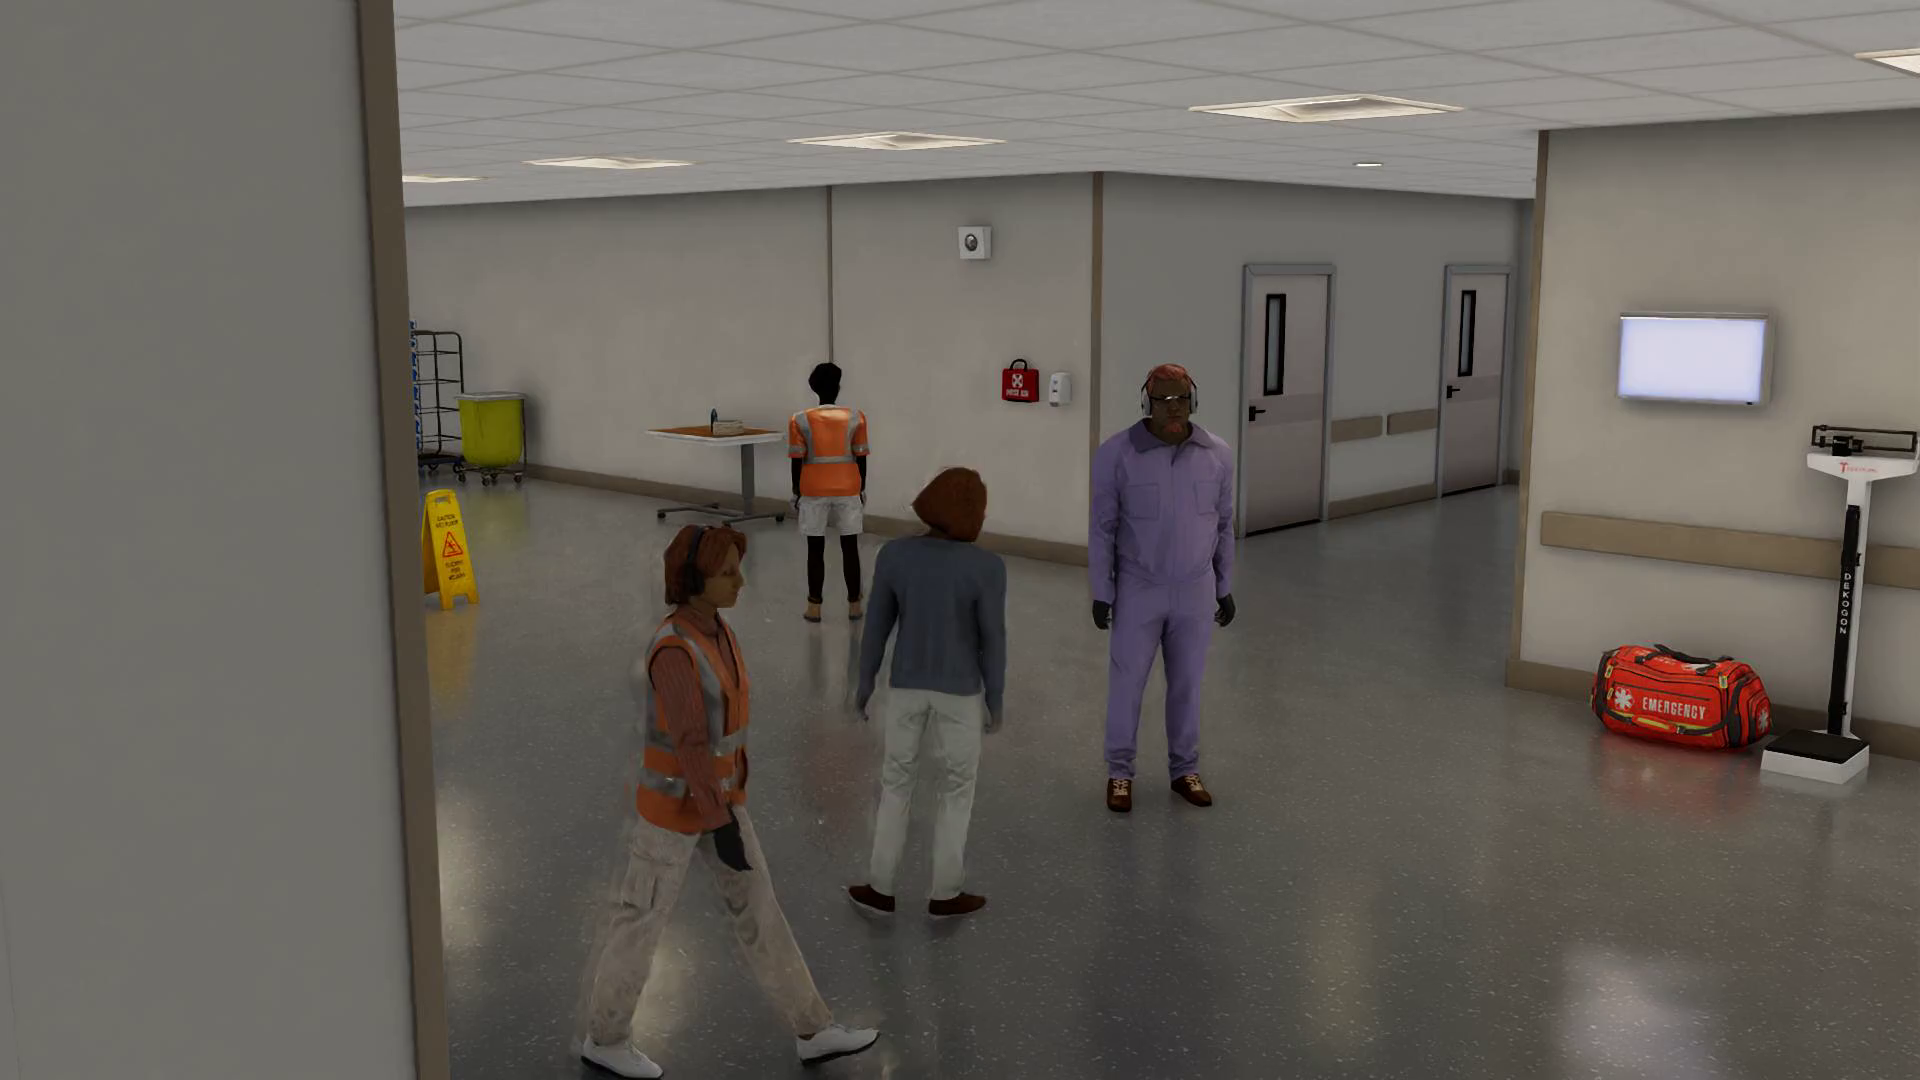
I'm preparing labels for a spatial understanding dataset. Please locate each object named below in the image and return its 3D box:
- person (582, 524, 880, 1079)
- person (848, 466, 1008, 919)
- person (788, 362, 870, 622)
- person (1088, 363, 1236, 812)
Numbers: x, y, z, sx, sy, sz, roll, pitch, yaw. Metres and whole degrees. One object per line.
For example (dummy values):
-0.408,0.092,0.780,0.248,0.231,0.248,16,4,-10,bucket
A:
-0.686,0.755,4.652,0.875,1.595,0.529,2,9,12,person
-0.140,0.544,5.915,0.646,1.601,0.357,3,10,17,person
-0.850,-0.306,10.834,0.531,1.697,0.322,-1,9,-9,person
0.871,0.205,7.067,0.652,1.906,0.402,-2,9,-11,person
